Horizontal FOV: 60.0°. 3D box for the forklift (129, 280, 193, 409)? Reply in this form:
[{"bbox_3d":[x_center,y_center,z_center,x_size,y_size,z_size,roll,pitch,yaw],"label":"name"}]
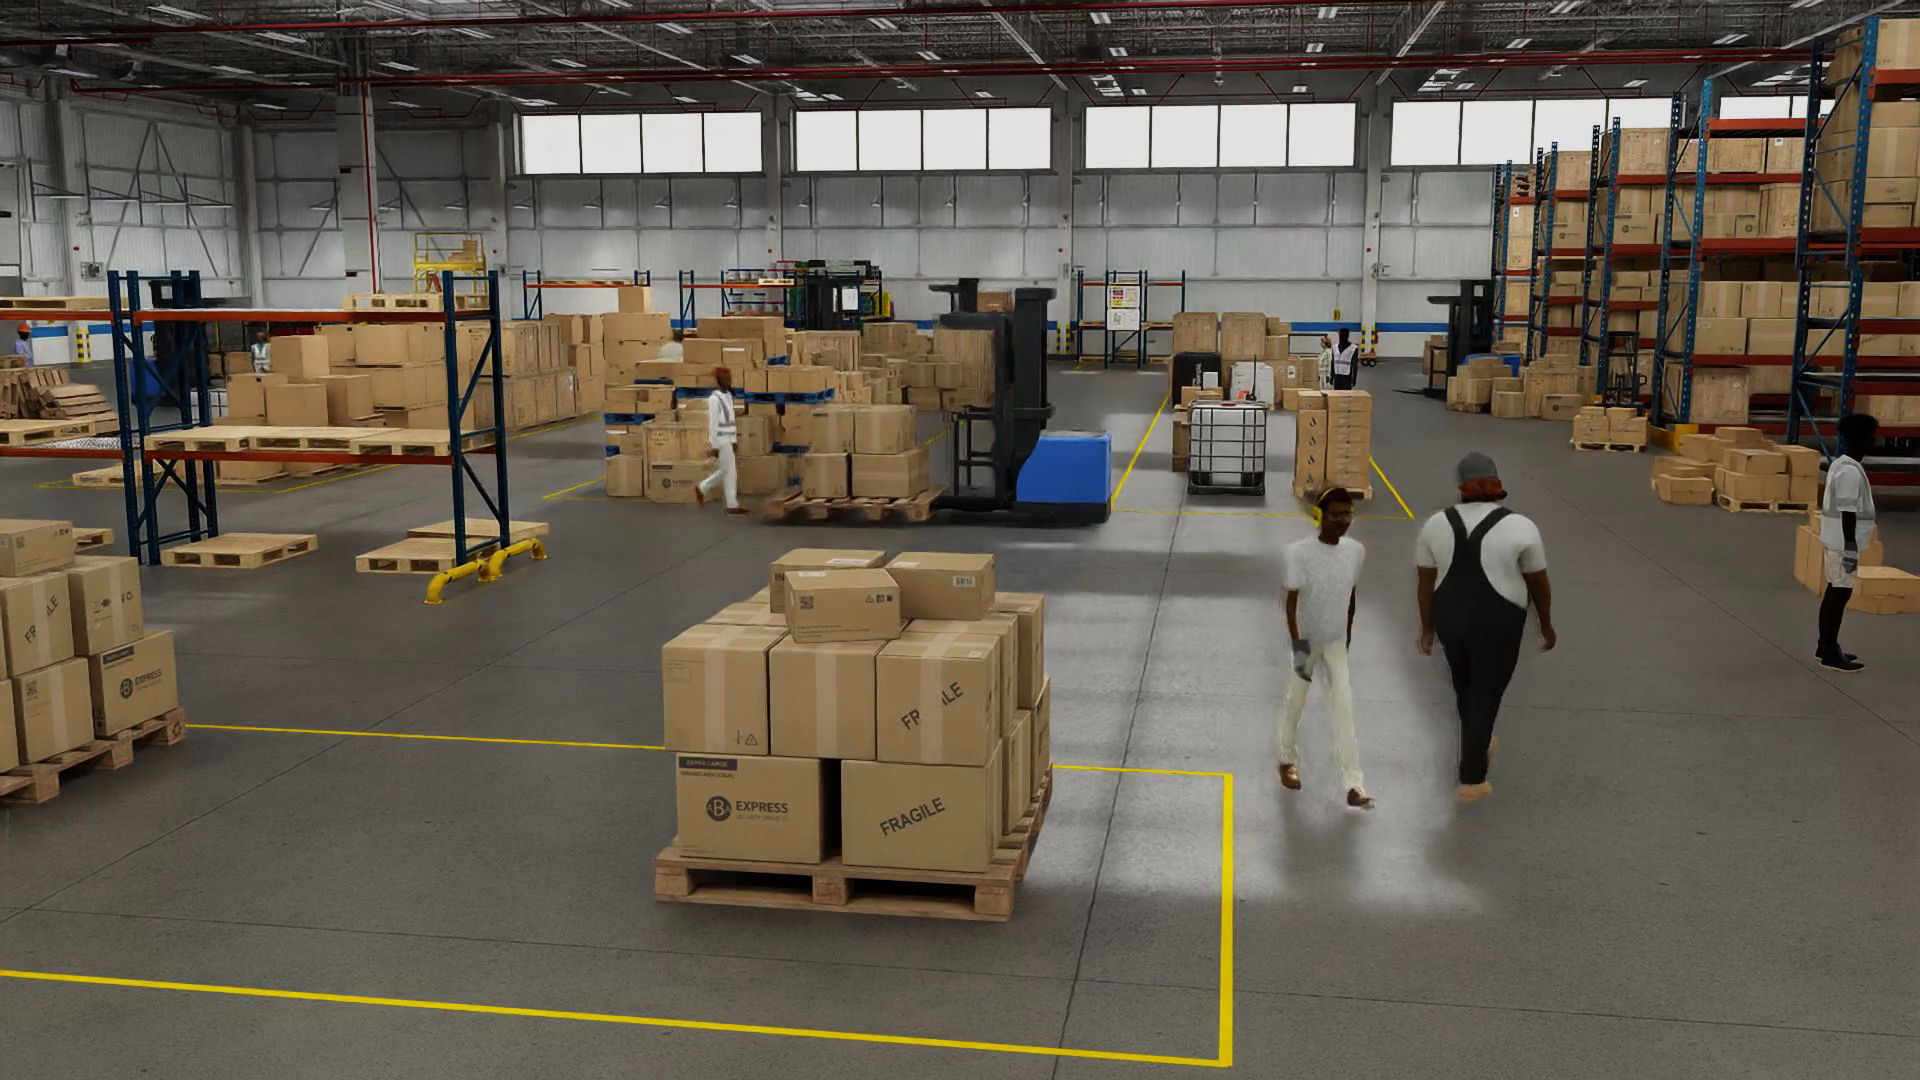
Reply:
[{"bbox_3d":[-17.241,-4.314,36.523,1.873,2.768,1.129,4,10,23],"label":"forklift"}]

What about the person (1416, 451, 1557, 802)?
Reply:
[{"bbox_3d":[3.099,0.445,9.750,0.704,2.000,1.033,8,12,39],"label":"person"}]

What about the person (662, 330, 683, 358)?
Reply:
[{"bbox_3d":[-5.515,-3.138,32.339,0.644,1.895,1.017,4,10,21],"label":"person"}]

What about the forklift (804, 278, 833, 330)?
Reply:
[{"bbox_3d":[-3.630,-5.346,42.886,1.873,2.768,1.129,-6,11,-35],"label":"forklift"}]

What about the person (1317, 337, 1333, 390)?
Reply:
[{"bbox_3d":[7.664,-3.434,34.903,0.310,1.642,0.514,-1,9,-9],"label":"person"}]

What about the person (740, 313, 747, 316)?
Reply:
[{"bbox_3d":[-5.769,-5.139,44.685,1.014,1.882,0.567,-1,9,-7],"label":"person"}]

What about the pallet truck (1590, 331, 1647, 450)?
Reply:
[{"bbox_3d":[11.253,-2.573,28.499,0.823,1.965,1.885,5,10,27],"label":"pallet truck"}]

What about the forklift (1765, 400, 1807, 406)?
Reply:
[{"bbox_3d":[18.836,-4.382,36.938,1.873,2.768,1.129,1,9,9],"label":"forklift"}]

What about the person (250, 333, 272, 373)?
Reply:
[{"bbox_3d":[-16.029,-3.948,38.222,0.514,1.593,0.865,-2,9,-10],"label":"person"}]

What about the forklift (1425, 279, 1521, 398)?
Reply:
[{"bbox_3d":[11.995,-4.656,38.632,1.129,2.768,1.873,-7,11,-35],"label":"forklift"}]

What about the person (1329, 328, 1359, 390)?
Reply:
[{"bbox_3d":[7.590,-3.232,32.848,0.387,1.910,0.591,-8,12,-41],"label":"person"}]

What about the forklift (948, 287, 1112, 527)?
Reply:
[{"bbox_3d":[0.869,-1.619,19.899,1.873,2.768,1.129,1,9,9],"label":"forklift"}]

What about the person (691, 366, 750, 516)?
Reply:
[{"bbox_3d":[-2.979,-1.227,20.616,0.711,1.864,0.594,1,9,6],"label":"person"}]

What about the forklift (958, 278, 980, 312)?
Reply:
[{"bbox_3d":[0.246,-5.970,46.733,1.873,2.768,1.129,-3,10,-17],"label":"forklift"}]

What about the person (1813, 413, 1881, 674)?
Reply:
[{"bbox_3d":[6.737,0.015,12.634,0.361,1.963,0.616,4,10,21],"label":"person"}]

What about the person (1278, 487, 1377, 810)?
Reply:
[{"bbox_3d":[2.070,0.610,9.423,0.495,1.821,1.008,-1,9,-9],"label":"person"}]

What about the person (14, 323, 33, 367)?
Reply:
[{"bbox_3d":[-19.496,-3.554,34.736,0.355,1.934,0.553,-2,9,-13],"label":"person"}]

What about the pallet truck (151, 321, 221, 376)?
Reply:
[{"bbox_3d":[-21.869,-5.598,47.154,0.823,1.965,1.885,4,10,26],"label":"pallet truck"}]
